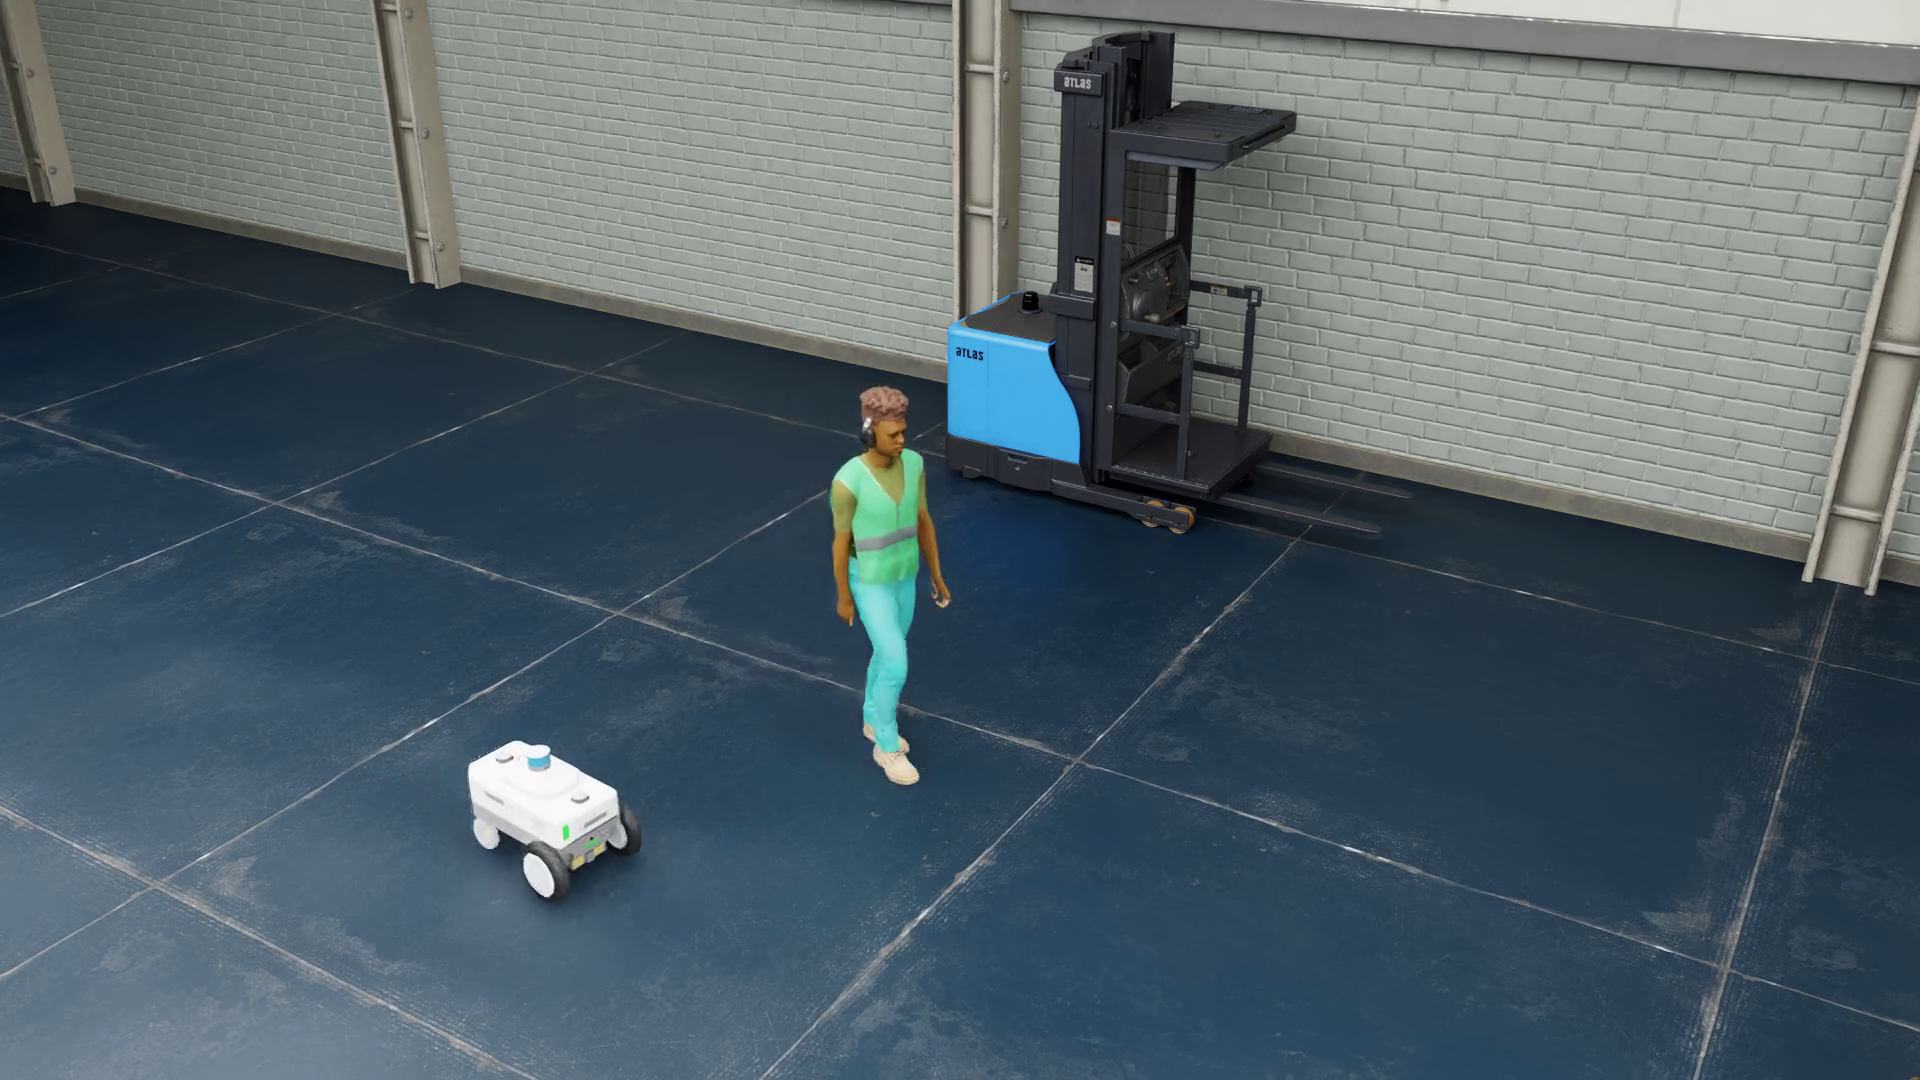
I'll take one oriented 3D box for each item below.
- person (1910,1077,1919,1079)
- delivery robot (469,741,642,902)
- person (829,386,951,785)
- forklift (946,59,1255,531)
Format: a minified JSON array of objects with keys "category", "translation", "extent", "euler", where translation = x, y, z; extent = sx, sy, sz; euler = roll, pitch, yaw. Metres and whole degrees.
[{"category":"person","translation":[3.484,1.319,5.601],"extent":[0.480,1.872,0.625],"euler":[10,27,20]},{"category":"delivery robot","translation":[-1.832,1.202,7.394],"extent":[0.807,0.606,0.499],"euler":[18,31,34]},{"category":"person","translation":[-0.299,0.218,7.833],"extent":[0.709,1.958,0.504],"euler":[22,33,39]},{"category":"forklift","translation":[0.933,-1.707,10.833],"extent":[1.873,2.768,1.129],"euler":[15,29,28]}]
